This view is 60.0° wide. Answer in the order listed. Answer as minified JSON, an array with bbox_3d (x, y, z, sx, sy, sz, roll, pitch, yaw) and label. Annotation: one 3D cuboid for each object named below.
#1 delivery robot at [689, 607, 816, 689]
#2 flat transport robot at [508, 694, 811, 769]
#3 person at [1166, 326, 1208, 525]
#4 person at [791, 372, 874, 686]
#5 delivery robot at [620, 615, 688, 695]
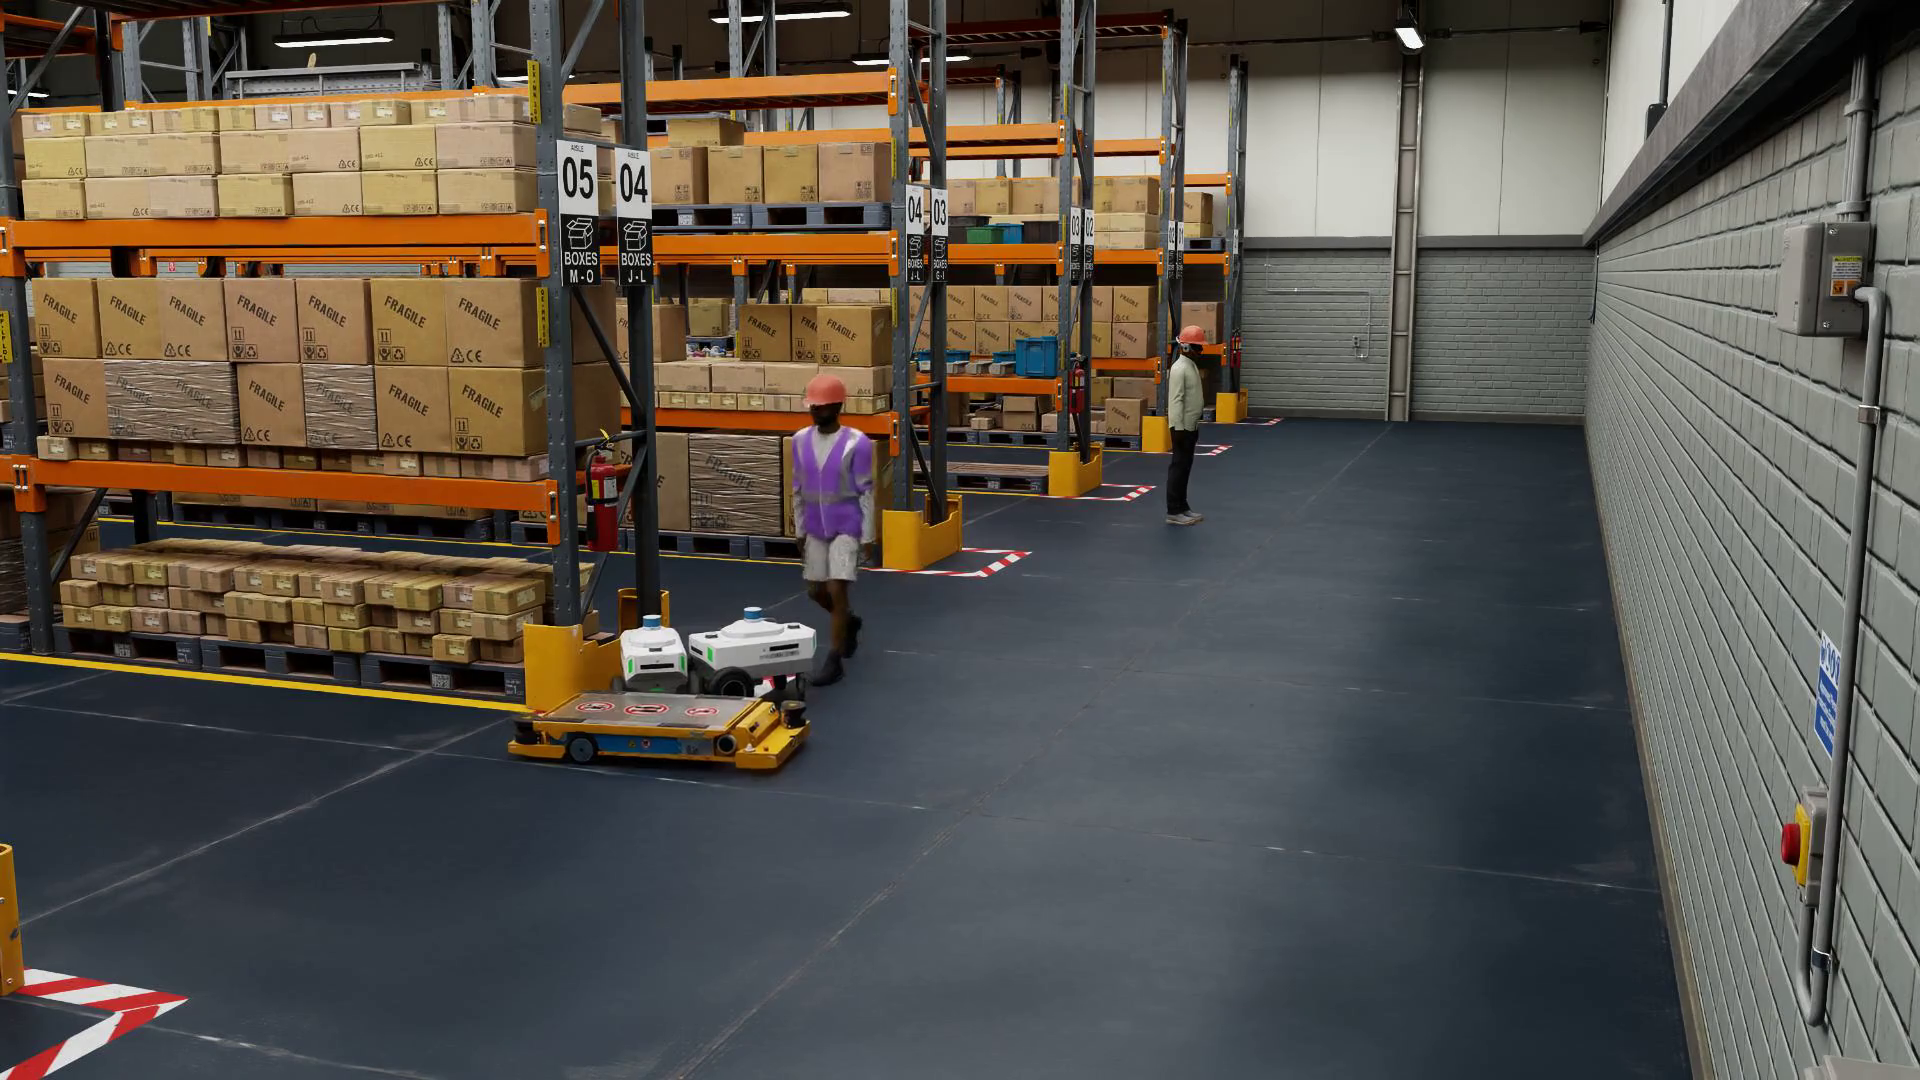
[{"bbox_3d":[-1.202,0.635,9.688,0.707,0.478,0.477,-5,11,-30],"label":"delivery robot"},{"bbox_3d":[-1.559,0.980,8.710,1.431,0.197,0.652,2,9,10],"label":"flat transport robot"},{"bbox_3d":[2.273,-1.147,16.655,0.400,1.987,0.614,3,10,20],"label":"person"},{"bbox_3d":[-0.749,-0.093,10.330,0.558,1.916,0.715,4,10,21],"label":"person"},{"bbox_3d":[-1.750,0.670,9.471,0.477,0.478,0.707,-2,9,-14],"label":"delivery robot"}]
